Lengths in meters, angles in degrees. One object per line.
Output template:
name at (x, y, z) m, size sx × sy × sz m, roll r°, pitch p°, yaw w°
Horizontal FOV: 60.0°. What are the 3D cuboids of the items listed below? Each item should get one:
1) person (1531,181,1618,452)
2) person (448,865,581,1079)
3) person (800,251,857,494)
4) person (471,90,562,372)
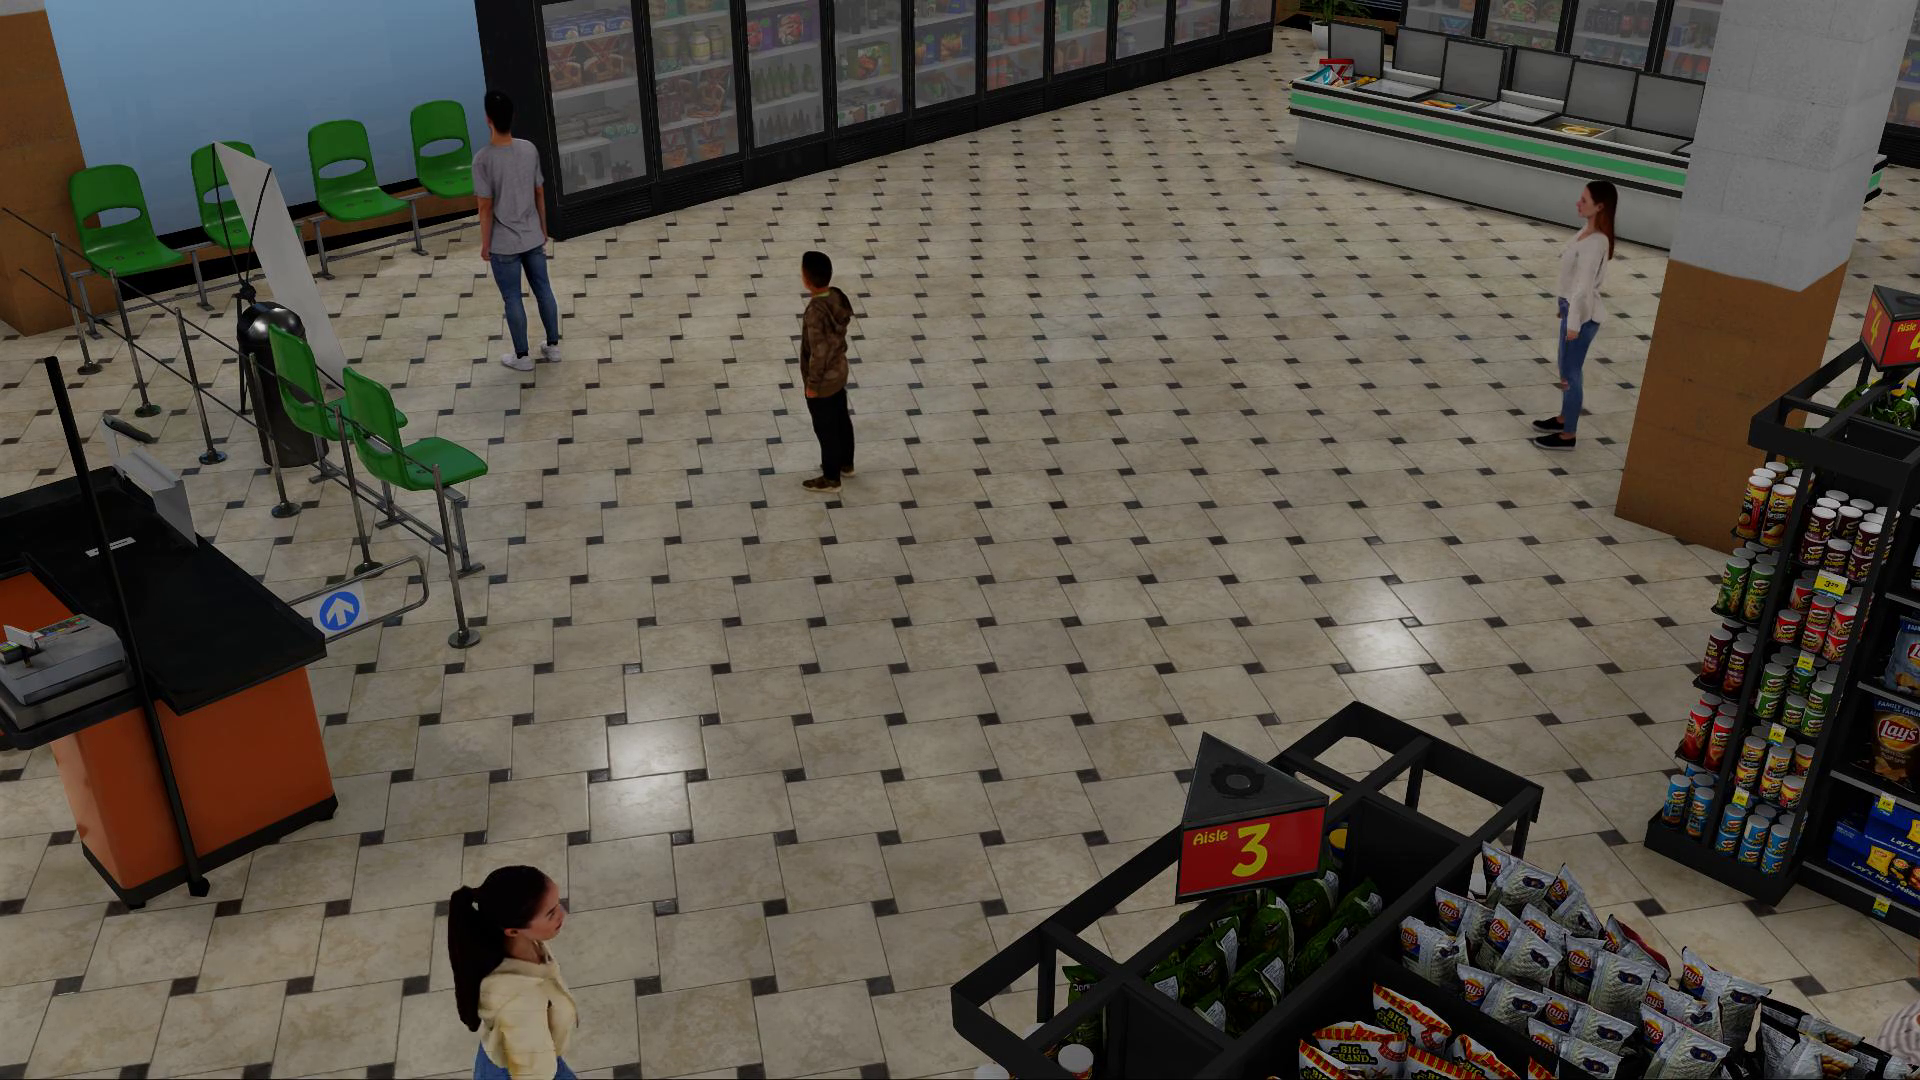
person at (3.805, -1.371, 10.189) m, size 0.691 × 1.691 × 0.696 m, roll 10°, pitch 30°, yaw 18°
person at (-1.334, 1.604, 4.827) m, size 0.830 × 1.607 × 1.014 m, roll -18°, pitch 34°, yaw -30°
person at (-0.776, -0.987, 9.732) m, size 0.674 × 1.455 × 0.656 m, roll 11°, pitch 30°, yaw 19°
person at (-3.023, -2.088, 11.297) m, size 0.531 × 1.886 × 0.664 m, roll 25°, pitch 37°, yaw 38°
